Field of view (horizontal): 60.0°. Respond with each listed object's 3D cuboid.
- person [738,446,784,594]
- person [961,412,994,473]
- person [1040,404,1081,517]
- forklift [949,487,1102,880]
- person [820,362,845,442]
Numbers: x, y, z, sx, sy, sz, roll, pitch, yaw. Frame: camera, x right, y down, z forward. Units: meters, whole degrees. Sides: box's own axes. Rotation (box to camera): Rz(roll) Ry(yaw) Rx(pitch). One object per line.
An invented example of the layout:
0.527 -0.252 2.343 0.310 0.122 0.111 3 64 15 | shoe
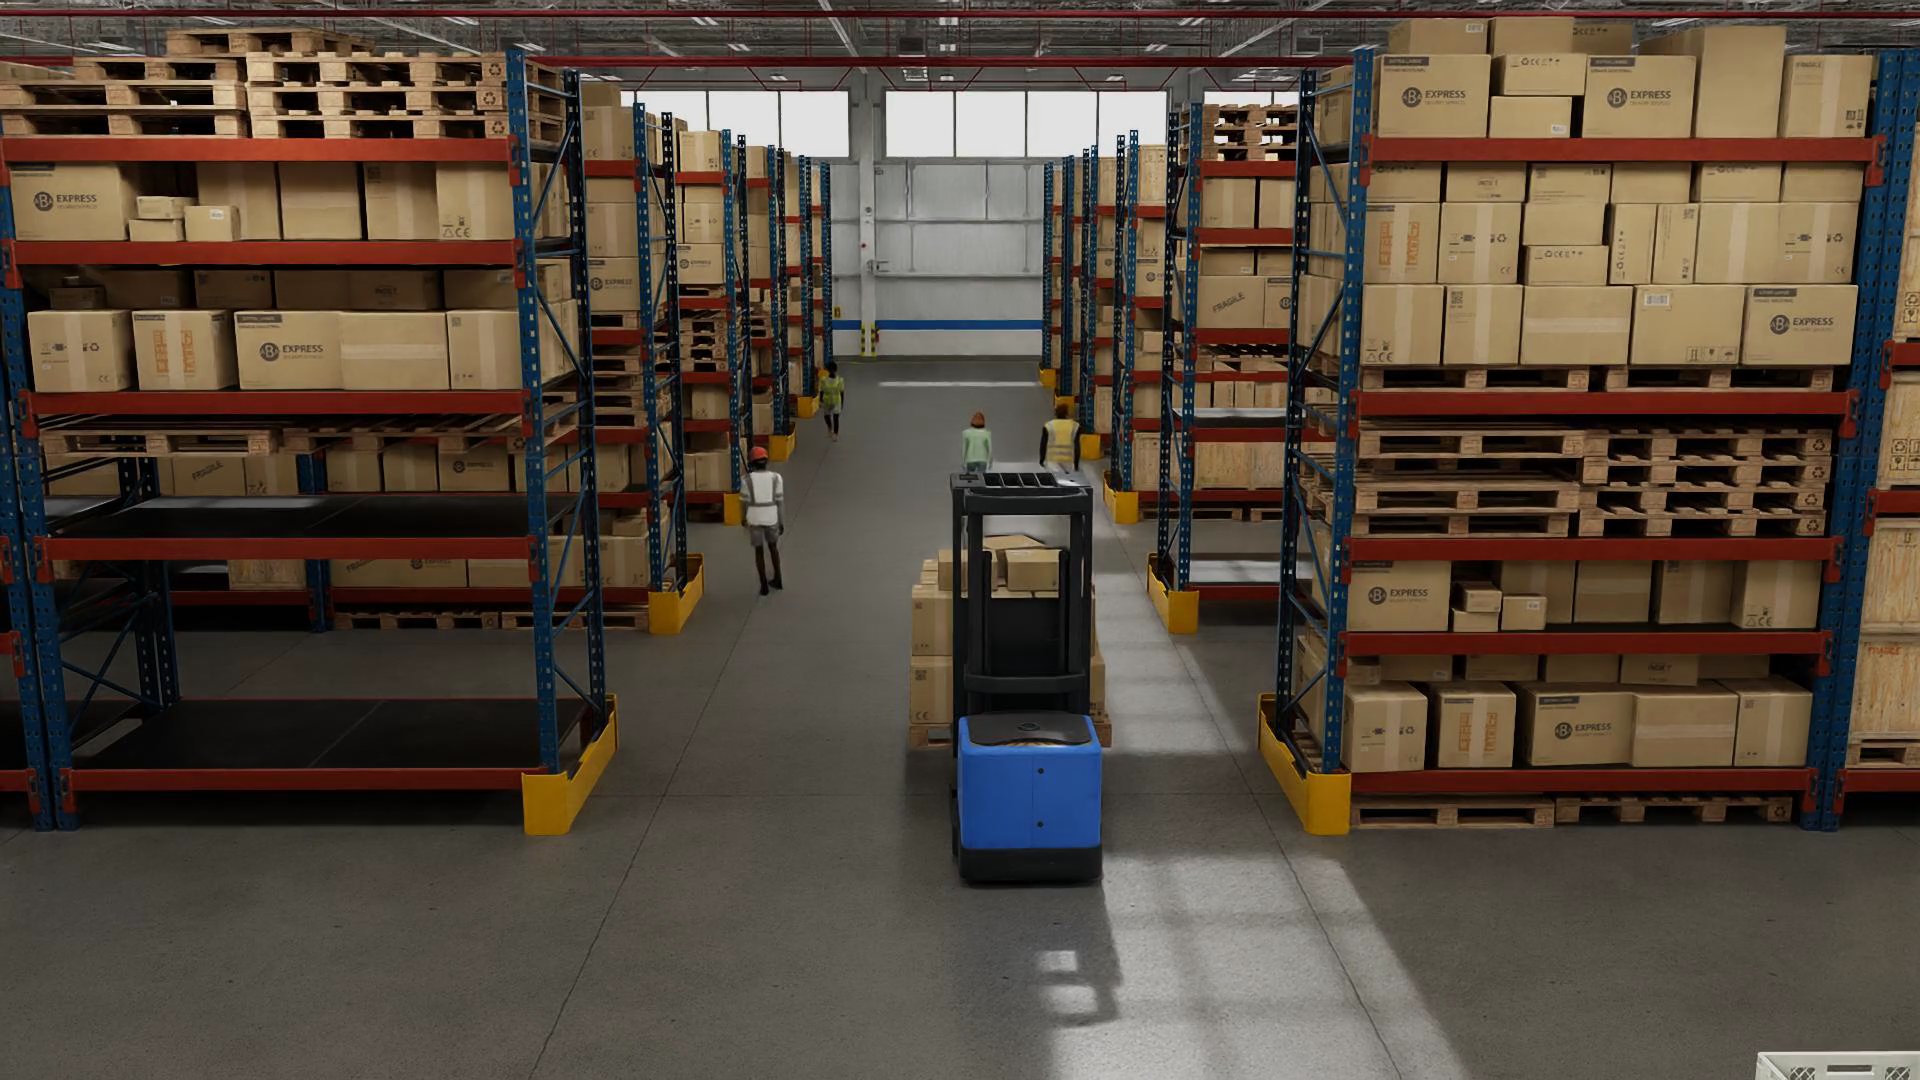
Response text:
-2.559 -0.262 21.419 0.558 1.901 0.650 -3 12 -16 | person
0.296 -1.294 27.267 0.521 1.611 0.626 1 11 6 | person
1.600 -1.311 26.901 0.624 1.791 0.954 -2 12 -9 | person
0.495 0.986 12.813 1.129 2.768 1.873 0 11 -2 | forklift
-2.697 -2.936 35.215 0.543 1.683 0.518 0 11 1 | person
